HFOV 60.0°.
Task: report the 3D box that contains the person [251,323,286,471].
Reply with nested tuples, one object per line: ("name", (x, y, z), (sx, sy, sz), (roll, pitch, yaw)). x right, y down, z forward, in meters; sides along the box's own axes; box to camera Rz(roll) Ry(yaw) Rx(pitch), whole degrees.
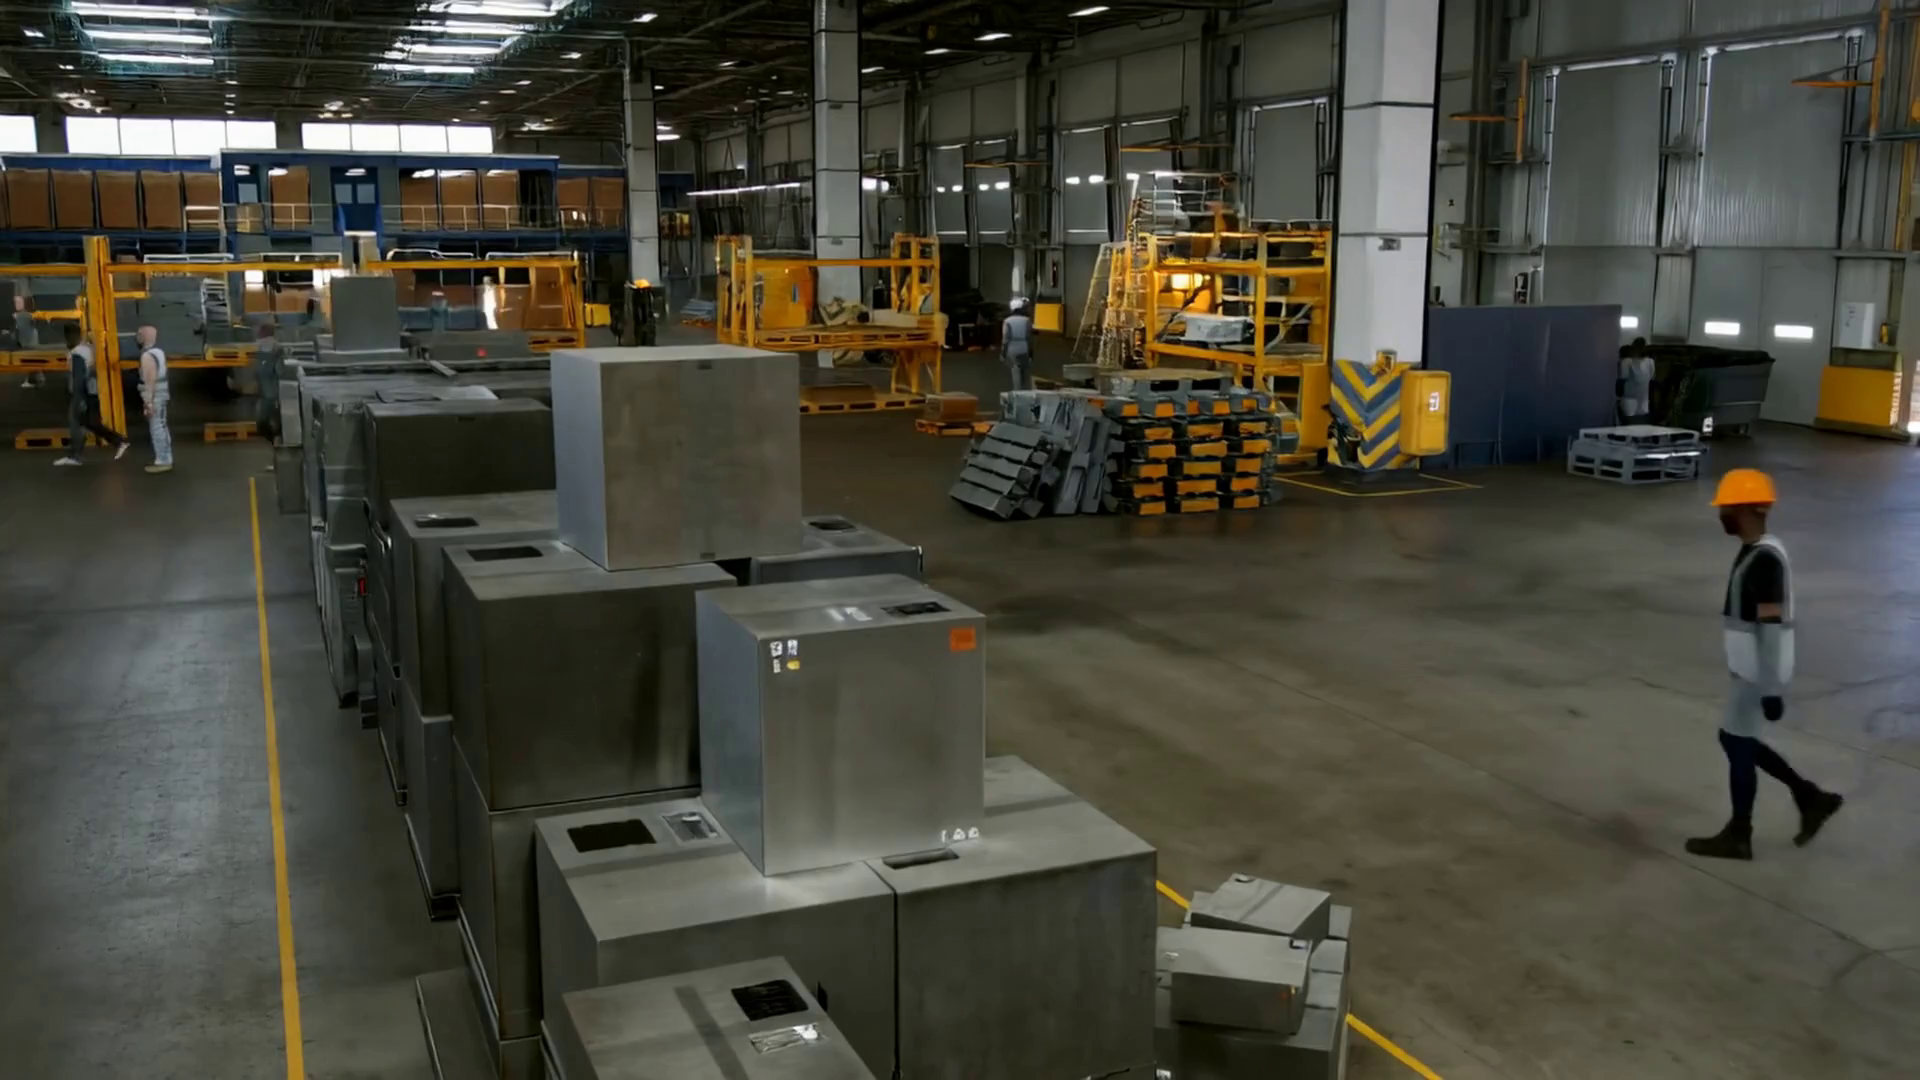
("person", (-8.948, -1.851, 21.547), (0.625, 1.910, 0.417), (7, 12, 34))

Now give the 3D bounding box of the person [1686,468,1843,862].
("person", (3.887, 0.614, 7.986), (0.657, 1.911, 0.586), (5, 11, 24))

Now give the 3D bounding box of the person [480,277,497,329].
("person", (-13.640, -6.648, 48.103), (0.702, 1.901, 0.631), (2, 11, 12))

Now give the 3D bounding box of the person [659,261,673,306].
("person", (-13.105, -11.409, 74.042), (0.612, 1.986, 0.407), (0, 10, -2))

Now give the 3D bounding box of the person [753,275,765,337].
("person", (-5.816, -6.675, 48.042), (0.389, 1.949, 0.602), (-2, 10, -9))

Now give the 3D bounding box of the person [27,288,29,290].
("person", (-23.479, -5.603, 42.317), (1.008, 1.878, 0.569), (-8, 13, -38))

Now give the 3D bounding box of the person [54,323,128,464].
("person", (-11.651, -1.951, 22.172), (0.827, 1.896, 0.596), (-5, 11, -26))

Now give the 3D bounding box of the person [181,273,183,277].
("person", (-26.923, -8.376, 57.779), (1.008, 1.829, 0.582), (2, 10, 10))

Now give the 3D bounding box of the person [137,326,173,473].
("person", (-10.367, -1.805, 21.379), (0.344, 1.882, 0.585), (-2, 10, -10))

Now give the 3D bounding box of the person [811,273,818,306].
("person", (-4.824, -8.280, 57.186), (0.429, 1.845, 0.621), (7, 12, 32))

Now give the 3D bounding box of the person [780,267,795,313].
("person", (-6.968, -10.010, 66.645), (0.591, 1.878, 1.005), (-6, 12, -30))

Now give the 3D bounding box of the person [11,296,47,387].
("person", (-18.782, -3.982, 33.506), (0.534, 1.846, 0.504), (5, 11, 24))

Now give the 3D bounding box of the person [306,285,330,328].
("person", (-16.190, -5.490, 41.857), (0.542, 1.818, 0.671), (-10, 14, -43))

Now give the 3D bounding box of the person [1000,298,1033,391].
("person", (0.994, -3.446, 30.356), (0.578, 1.905, 0.859), (-3, 11, -15))

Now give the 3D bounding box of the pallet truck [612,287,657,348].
("pallet truck", (-6.464, -4.406, 35.401), (0.823, 1.965, 1.885), (6, 12, 32))

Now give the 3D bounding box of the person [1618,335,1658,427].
("person", (9.315, -2.001, 23.001), (0.561, 1.675, 0.428), (-4, 11, -20))

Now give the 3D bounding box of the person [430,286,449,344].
("person", (-14.125, -6.015, 45.007), (0.493, 1.723, 0.644), (4, 11, 21))
